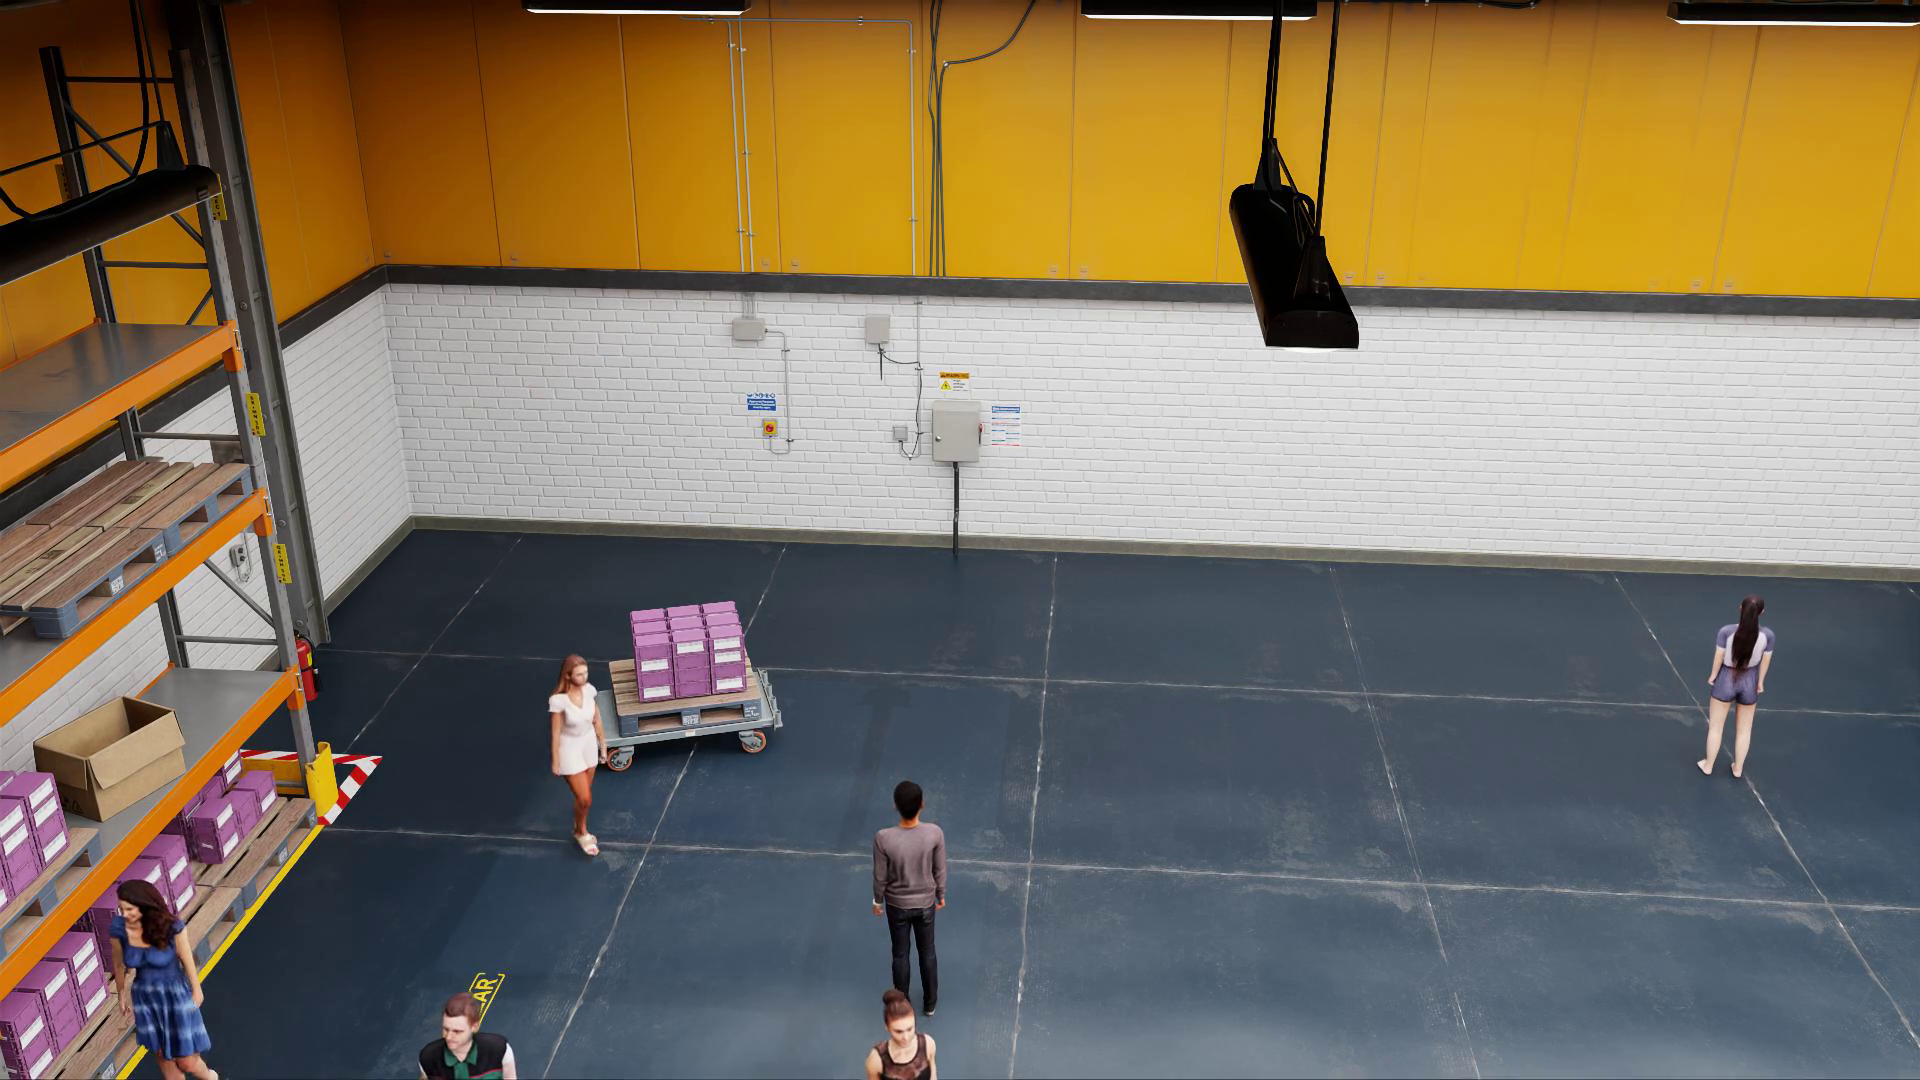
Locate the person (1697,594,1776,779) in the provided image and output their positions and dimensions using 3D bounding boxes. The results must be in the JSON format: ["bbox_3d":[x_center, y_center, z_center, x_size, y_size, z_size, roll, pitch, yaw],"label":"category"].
[{"bbox_3d":[6.439,1.208,13.778,0.621,1.650,0.554,6,24,13],"label":"person"}]

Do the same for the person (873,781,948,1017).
[{"bbox_3d":[-0.327,2.381,10.952,0.699,1.764,0.629,-3,24,-6],"label":"person"}]

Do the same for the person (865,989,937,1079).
[{"bbox_3d":[-0.335,3.174,9.259,0.706,1.667,0.749,-9,25,-20],"label":"person"}]

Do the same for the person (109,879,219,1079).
[{"bbox_3d":[-4.750,2.771,10.024,0.667,1.793,0.666,1,24,2],"label":"person"}]

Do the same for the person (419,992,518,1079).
[{"bbox_3d":[-2.622,3.203,8.976,0.700,1.841,0.673,-5,24,-11],"label":"person"}]

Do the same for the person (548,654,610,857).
[{"bbox_3d":[-2.998,1.611,12.822,0.793,1.677,0.728,19,30,37],"label":"person"}]
